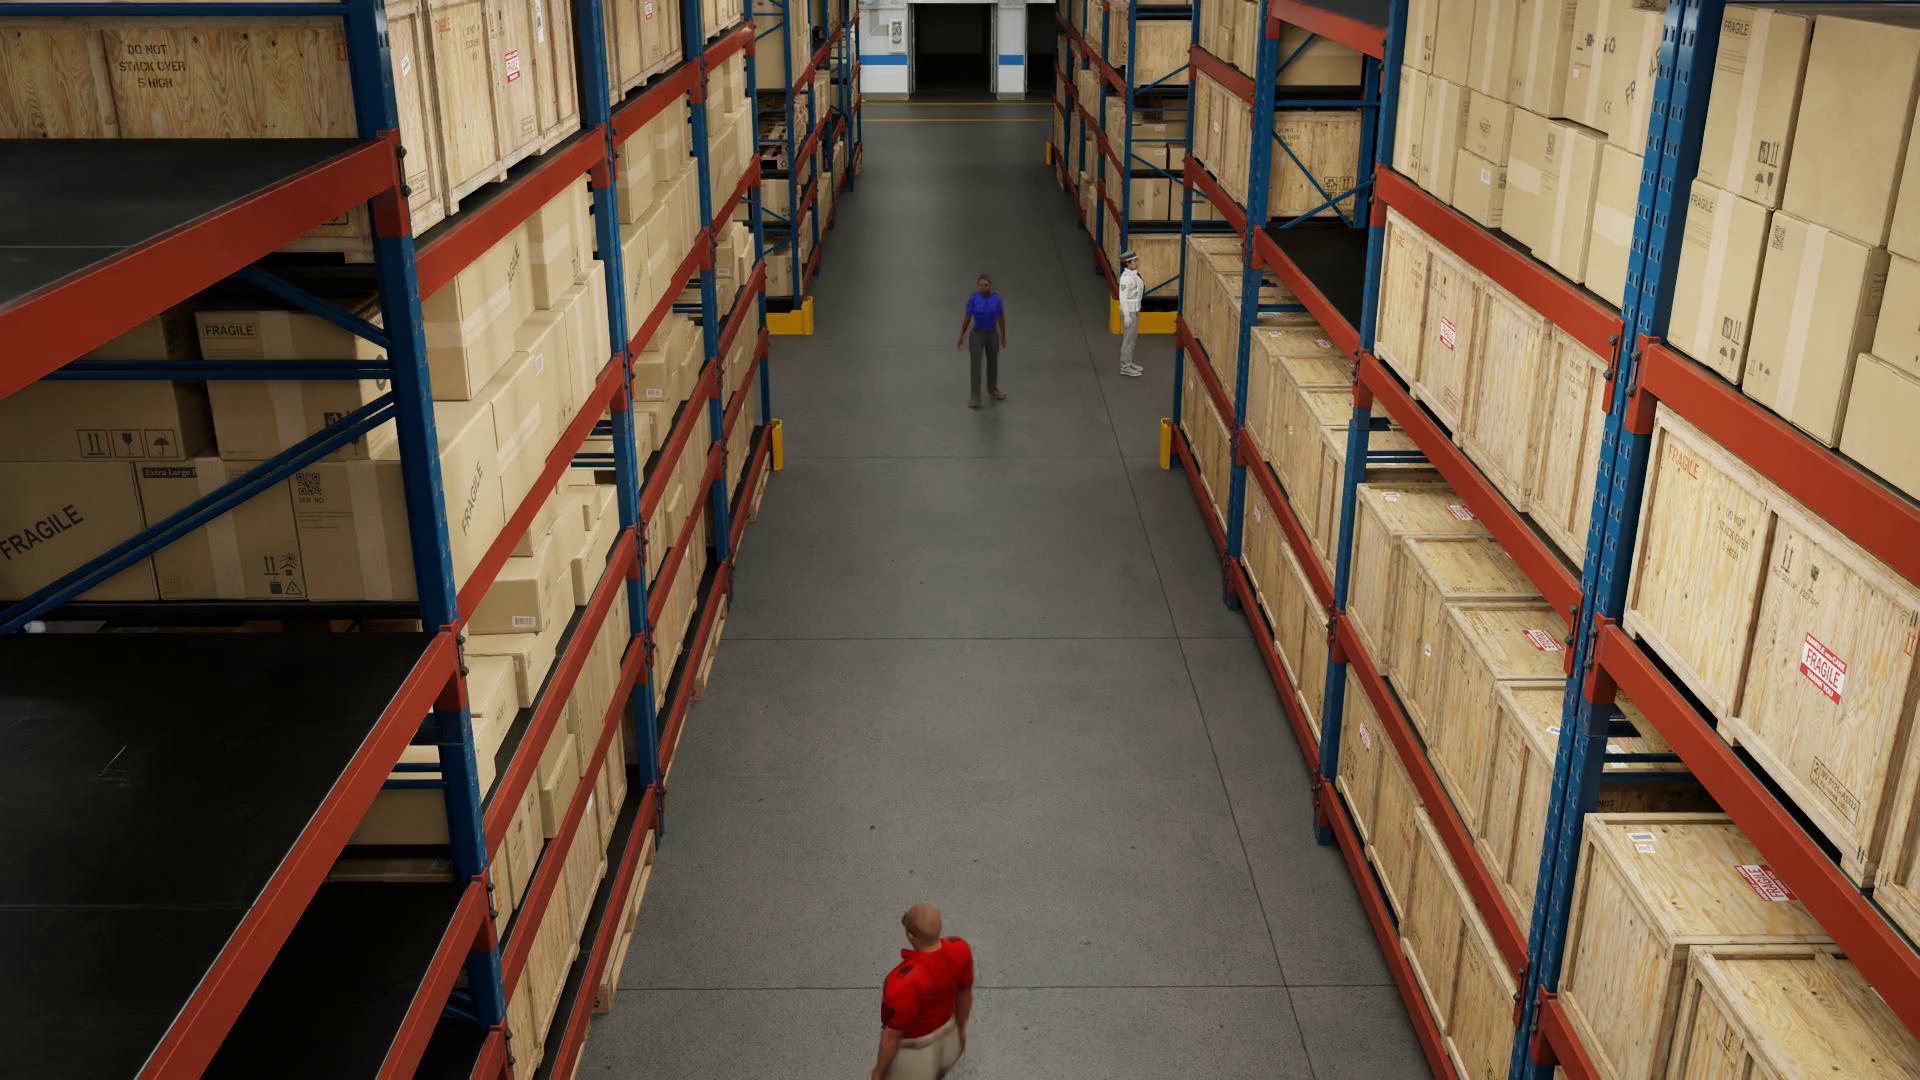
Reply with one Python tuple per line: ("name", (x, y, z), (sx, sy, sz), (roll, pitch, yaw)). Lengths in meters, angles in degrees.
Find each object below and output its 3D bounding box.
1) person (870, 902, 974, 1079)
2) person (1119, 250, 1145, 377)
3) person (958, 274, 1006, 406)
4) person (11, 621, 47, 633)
("person", (-0.171, 2.508, 8.140), (0.499, 1.722, 0.555), (16, 27, 35))
("person", (2.306, -3.072, 22.409), (0.377, 1.690, 0.465), (5, 22, 13))
("person", (0.292, -2.554, 21.095), (0.645, 1.646, 0.557), (-4, 22, -9))
("person", (-6.860, 1.016, 12.105), (0.549, 1.636, 0.894), (-4, 22, -11))
